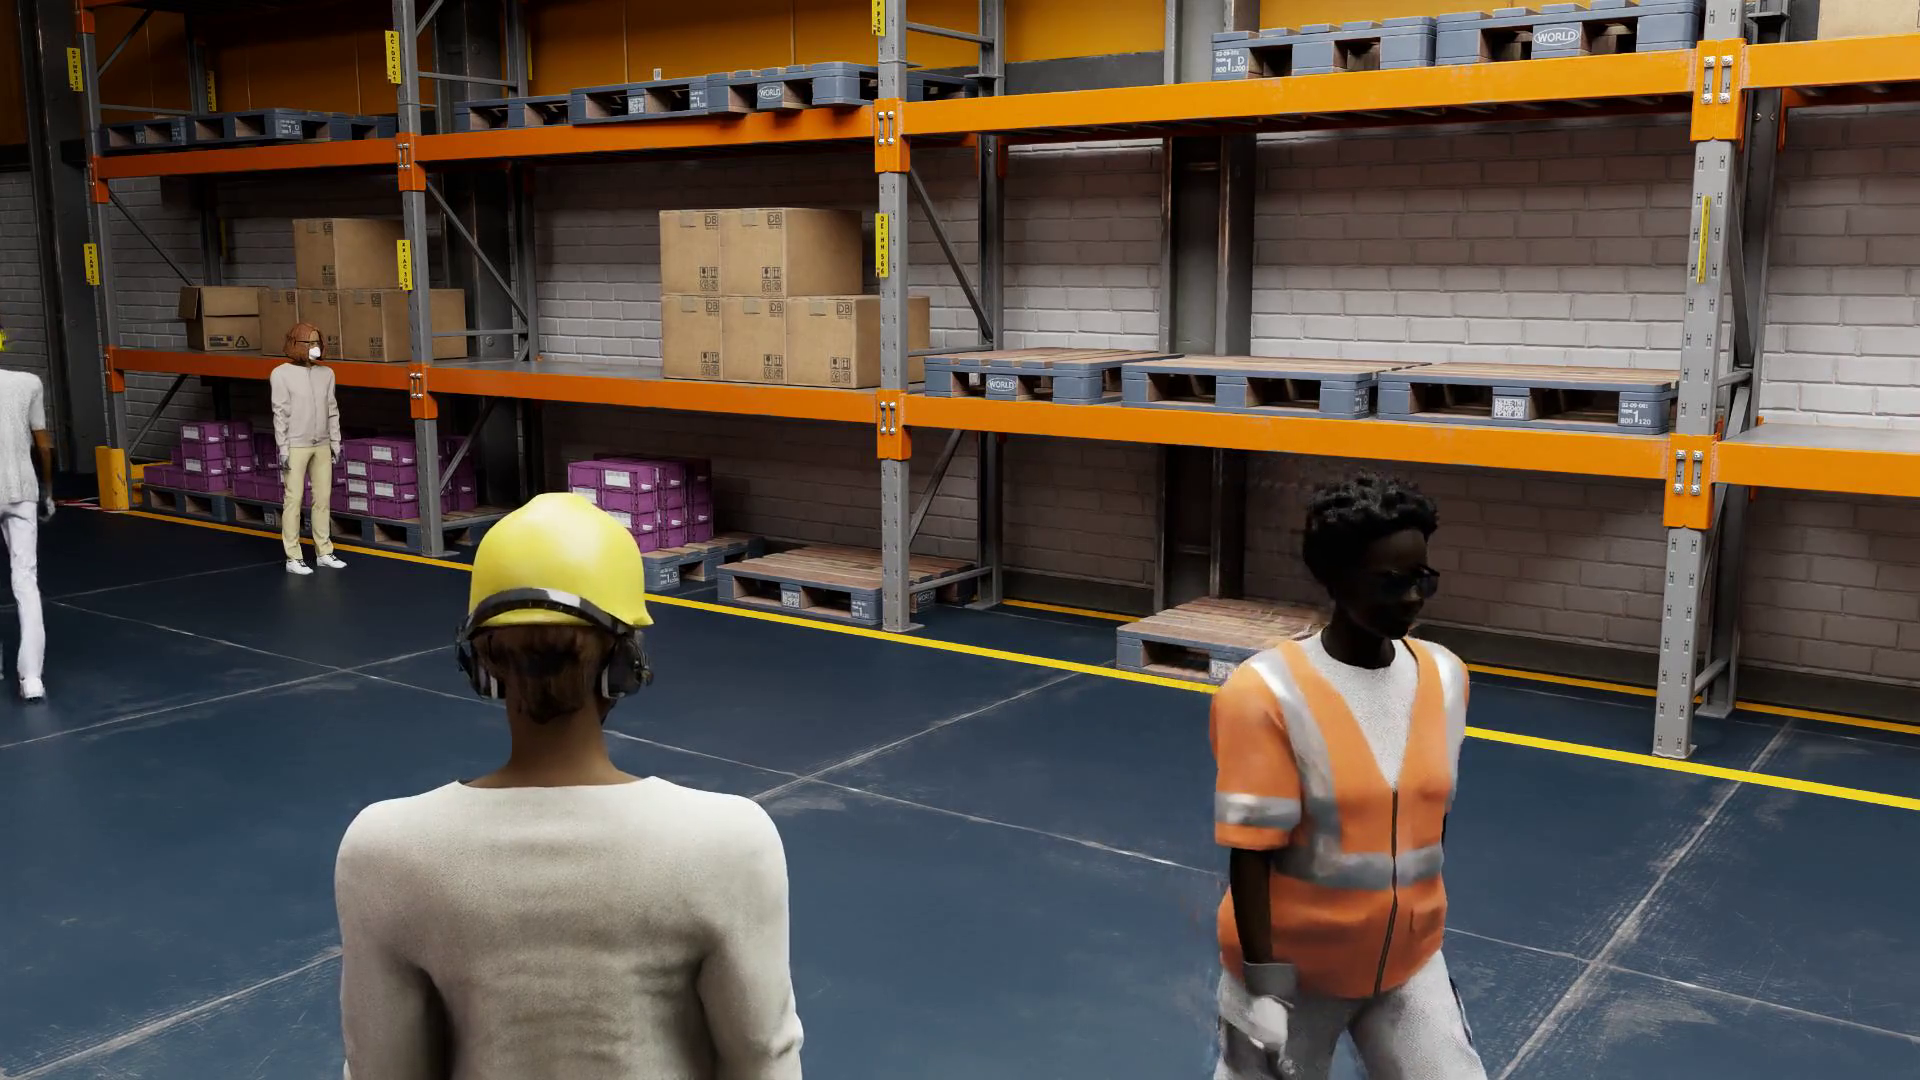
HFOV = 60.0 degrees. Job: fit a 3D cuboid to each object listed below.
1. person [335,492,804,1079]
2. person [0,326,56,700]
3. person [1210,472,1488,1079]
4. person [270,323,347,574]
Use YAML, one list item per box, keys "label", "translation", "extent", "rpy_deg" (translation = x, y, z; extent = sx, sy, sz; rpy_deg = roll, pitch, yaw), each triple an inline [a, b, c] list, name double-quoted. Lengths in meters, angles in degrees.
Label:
- label: "person"
  translation: [-0.443, 0.822, 1.978]
  extent: [0.524, 1.764, 0.323]
  rpy_deg: [0, 10, -2]
- label: "person"
  translation: [-4.502, -0.177, 7.775]
  extent: [0.509, 1.825, 0.966]
  rpy_deg: [-6, 11, -32]
- label: "person"
  translation: [0.687, 0.736, 2.750]
  extent: [0.543, 1.674, 0.750]
  rpy_deg: [-3, 10, -20]
- label: "person"
  translation: [-4.241, -0.595, 10.821]
  extent: [0.277, 1.629, 0.497]
  rpy_deg: [6, 11, 30]
